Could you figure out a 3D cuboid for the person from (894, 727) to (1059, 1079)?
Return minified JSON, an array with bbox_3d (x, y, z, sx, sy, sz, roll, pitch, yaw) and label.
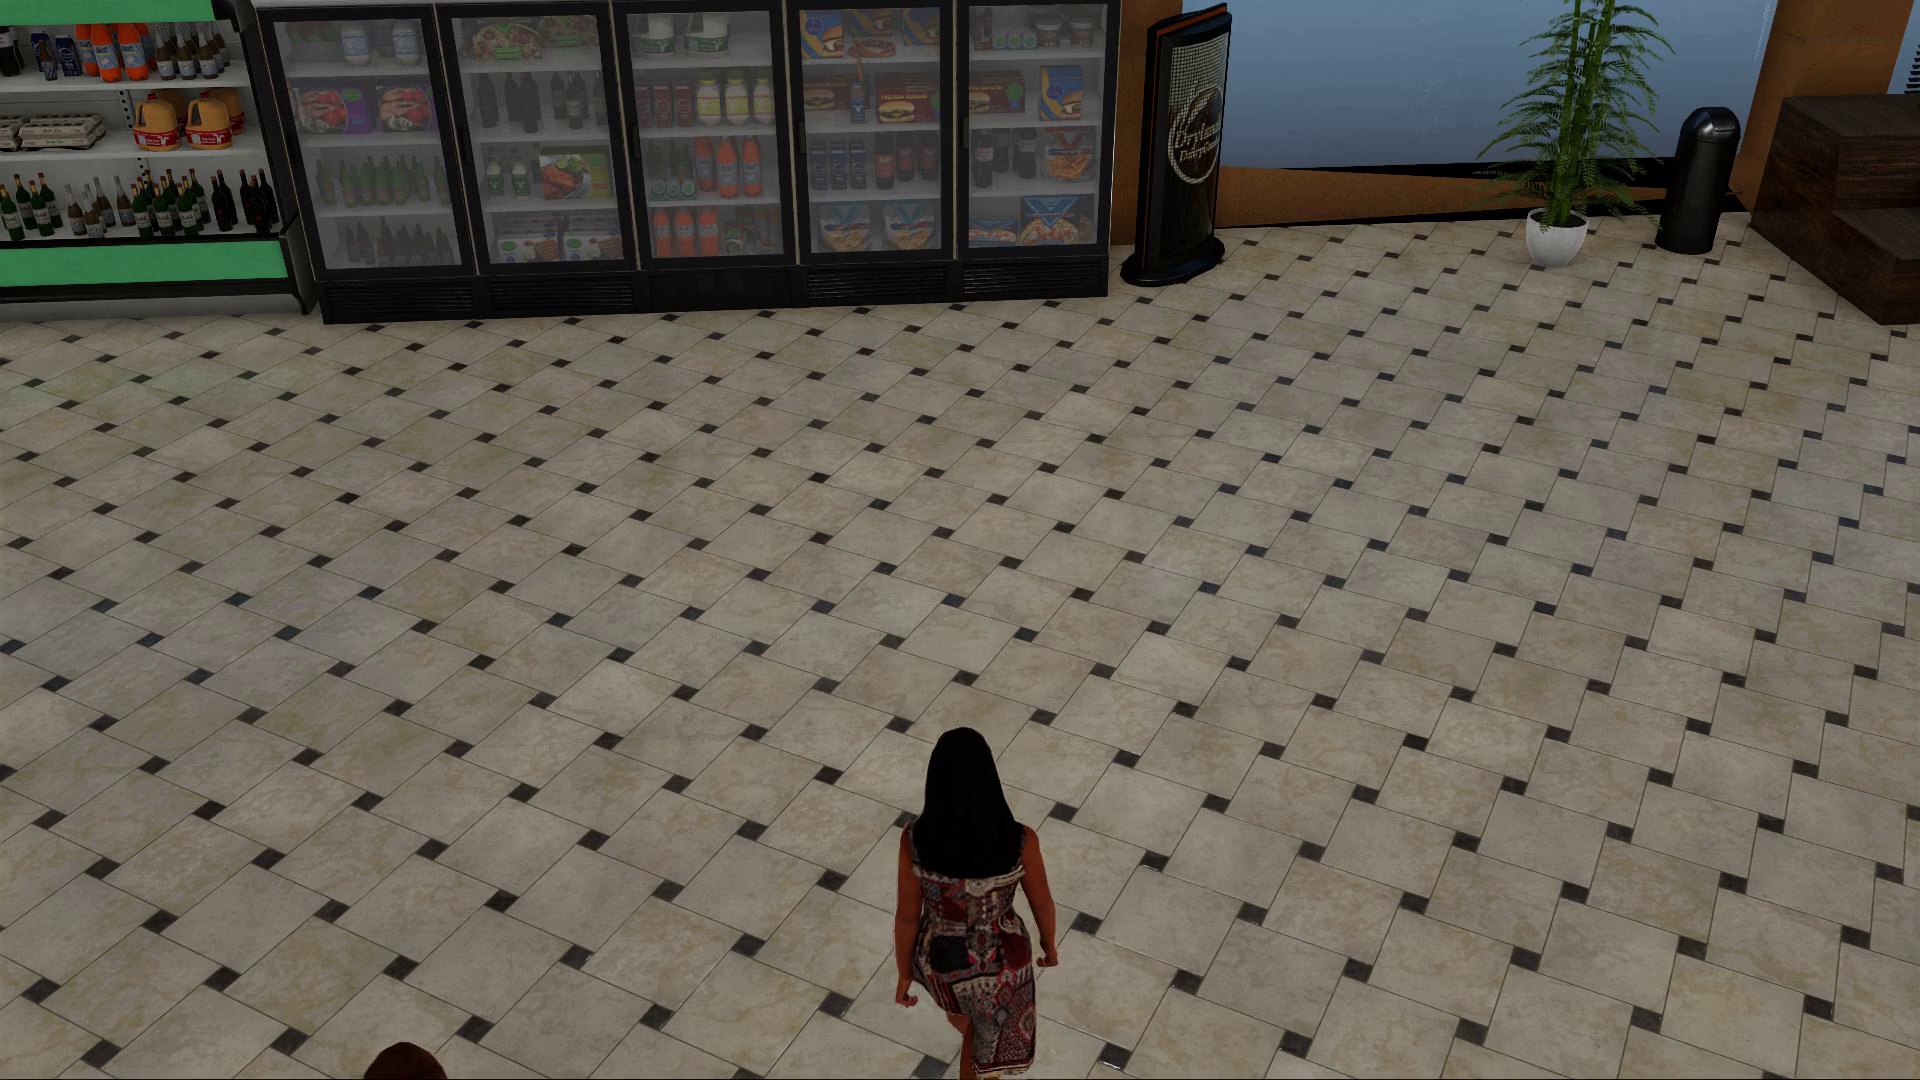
[{"bbox_3d":[0.022,1.322,4.859,1.158,1.584,0.848,4,32,7],"label":"person"}]
